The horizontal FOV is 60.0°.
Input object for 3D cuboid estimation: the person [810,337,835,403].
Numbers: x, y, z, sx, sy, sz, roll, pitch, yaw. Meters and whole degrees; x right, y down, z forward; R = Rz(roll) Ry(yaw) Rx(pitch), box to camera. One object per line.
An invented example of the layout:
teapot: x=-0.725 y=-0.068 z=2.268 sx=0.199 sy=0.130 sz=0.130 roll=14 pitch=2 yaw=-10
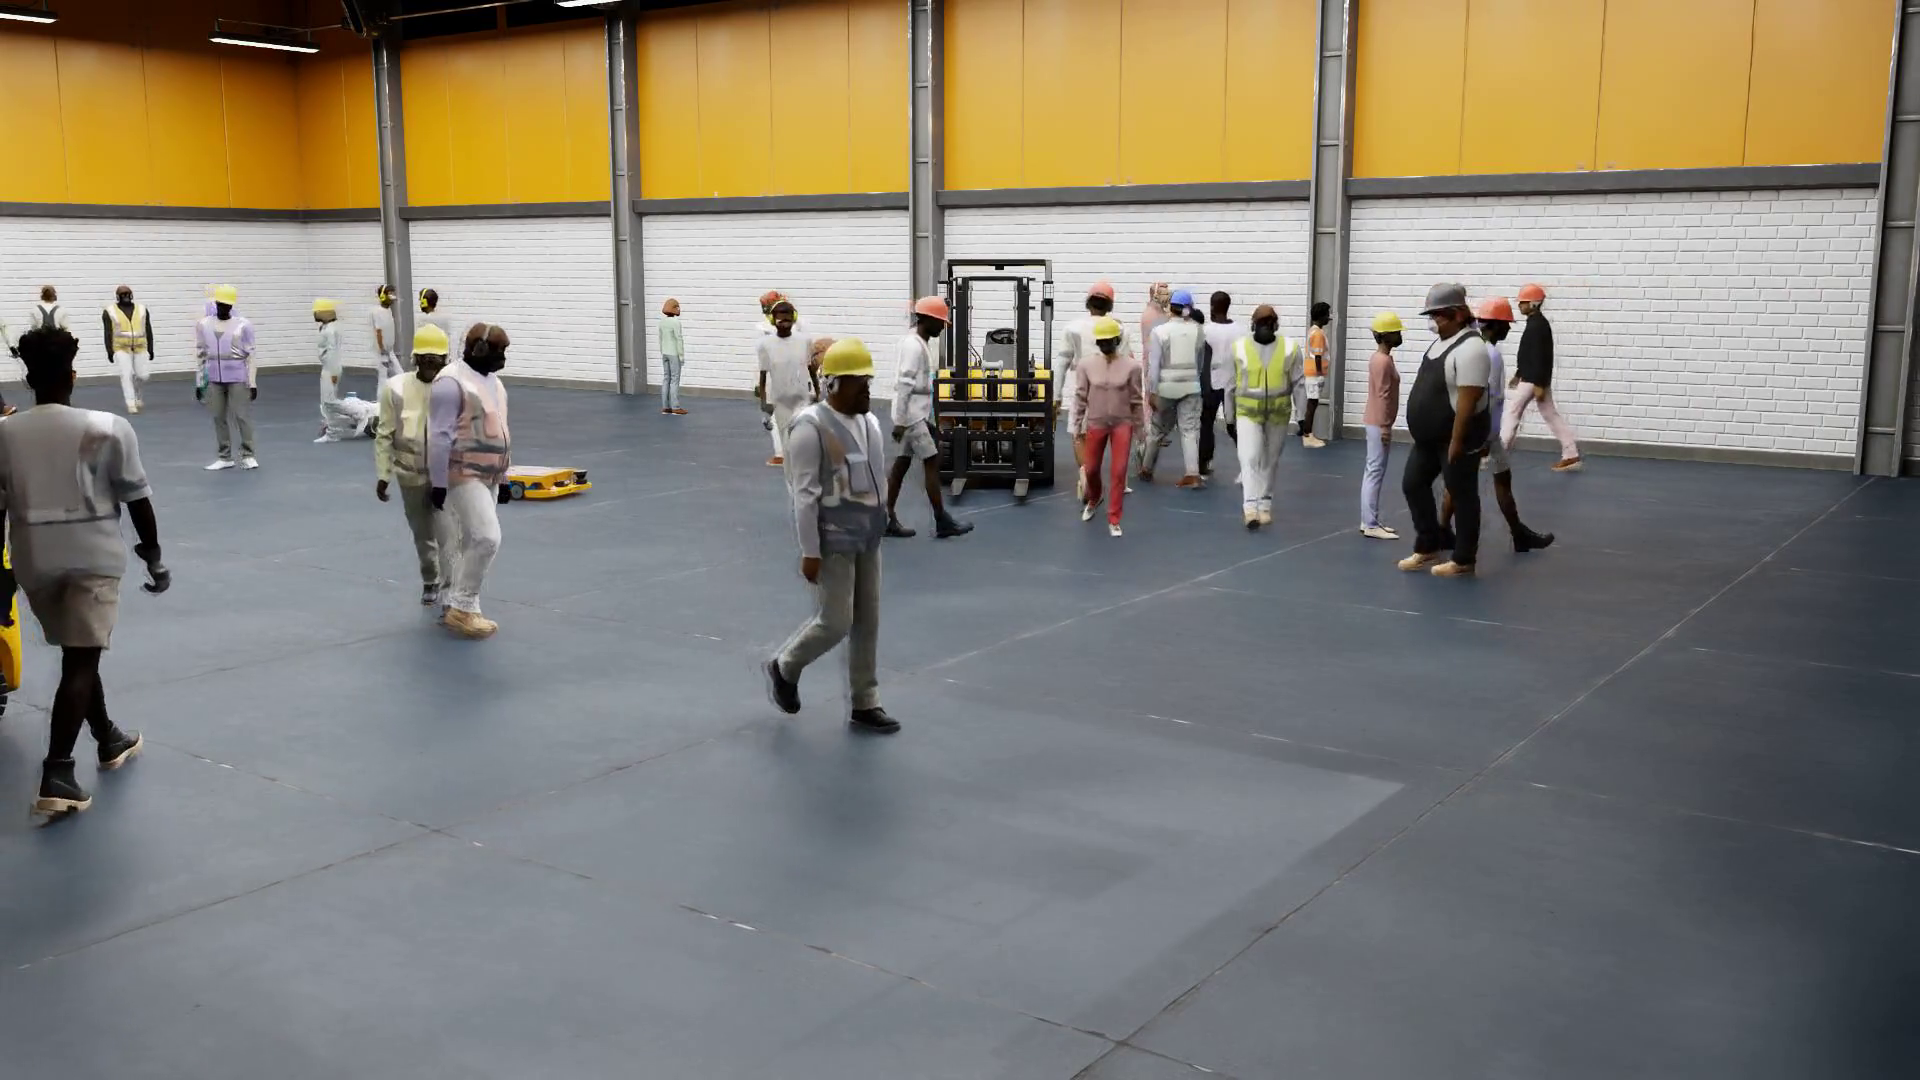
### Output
person: x=-0.845 y=-0.684 z=12.221 sx=0.531 sy=1.602 sz=0.567 roll=-2 pitch=10 yaw=-14

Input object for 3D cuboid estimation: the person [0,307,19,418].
person: x=-13.314 y=-2.639 z=22.838 sx=0.998 sy=1.940 sz=0.632 roll=3 pitch=10 yaw=20

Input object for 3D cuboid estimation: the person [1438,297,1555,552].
person: x=3.961 y=-0.845 z=12.339 sx=0.886 sy=1.886 sz=0.557 roll=0 pitch=10 yaw=-2

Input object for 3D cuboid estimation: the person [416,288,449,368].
person: x=-6.192 y=-1.985 z=19.320 sx=0.884 sy=1.821 sz=0.542 roll=5 pitch=11 yaw=27

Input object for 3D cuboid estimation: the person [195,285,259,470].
person: x=-7.578 y=-1.668 z=17.211 sx=0.648 sy=1.904 sz=0.390 roll=1 pitch=10 yaw=4

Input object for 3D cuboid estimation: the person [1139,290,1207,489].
person: x=2.050 y=-1.439 z=15.932 sx=0.603 sy=1.895 sz=0.866 roll=-2 pitch=10 yaw=-14

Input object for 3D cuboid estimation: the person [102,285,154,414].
person: x=-11.813 y=-2.710 z=23.639 sx=0.643 sy=1.823 sz=0.491 roll=-8 pitch=12 yaw=-38

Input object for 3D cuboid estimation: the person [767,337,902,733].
person: x=-0.565 y=-0.020 z=7.632 sx=0.590 sy=1.820 sz=0.607 roll=6 pitch=11 yaw=34

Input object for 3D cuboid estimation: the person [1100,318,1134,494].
person: x=1.372 y=-1.233 z=15.411 sx=0.514 sy=1.636 sz=0.315 roll=4 pitch=10 yaw=24

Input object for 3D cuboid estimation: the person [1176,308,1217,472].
person: x=2.418 y=-1.522 z=16.975 sx=0.592 sy=1.678 sz=0.368 roll=-5 pitch=11 yaw=-26

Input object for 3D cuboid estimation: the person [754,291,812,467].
person: x=-1.787 y=-1.691 z=17.541 sx=0.783 sy=1.845 sz=0.339 roll=-4 pitch=10 yaw=-22

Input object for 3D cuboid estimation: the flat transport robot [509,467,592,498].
flat transport robot: x=-4.215 y=-0.554 z=15.425 sx=1.431 sy=0.197 sz=0.652 roll=3 pitch=10 yaw=18

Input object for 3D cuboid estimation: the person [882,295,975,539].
person: x=-0.250 y=-0.946 z=12.948 sx=0.872 sy=1.887 sz=0.574 roll=0 pitch=10 yaw=1

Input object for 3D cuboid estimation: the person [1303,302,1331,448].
person: x=4.133 y=-1.912 z=19.303 sx=0.319 sy=1.693 sz=0.539 roll=2 pitch=10 yaw=12

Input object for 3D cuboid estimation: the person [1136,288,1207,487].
person: x=2.055 y=-1.481 z=16.097 sx=0.631 sy=1.908 sz=0.880 roll=-6 pitch=11 yaw=-30

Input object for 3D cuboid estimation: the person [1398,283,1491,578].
person: x=3.267 y=-0.748 z=11.316 sx=0.646 sy=2.000 sz=0.706 roll=-1 pitch=10 yaw=-6

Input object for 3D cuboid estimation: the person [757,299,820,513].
person: x=-1.444 y=-1.137 z=14.232 sx=0.563 sy=1.835 sz=0.455 roll=-1 pitch=10 yaw=-9

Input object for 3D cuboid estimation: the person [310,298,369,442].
person: x=-7.443 y=-2.019 z=19.840 sx=0.528 sy=1.730 sz=0.483 roll=-5 pitch=11 yaw=-28

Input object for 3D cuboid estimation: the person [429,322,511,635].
person: x=-2.789 y=-0.344 z=9.619 sx=0.489 sy=1.810 sz=0.662 roll=2 pitch=10 yaw=11

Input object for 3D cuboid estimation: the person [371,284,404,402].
person: x=-7.717 y=-2.511 z=22.383 sx=0.431 sy=1.846 sz=0.517 roll=2 pitch=10 yaw=10

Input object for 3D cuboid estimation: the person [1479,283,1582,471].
person: x=5.923 y=-1.661 z=17.098 sx=1.068 sy=1.943 sz=0.620 roll=5 pitch=11 yaw=27

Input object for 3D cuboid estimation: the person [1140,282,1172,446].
person: x=2.326 y=-2.058 z=19.520 sx=0.410 sy=1.909 sz=0.642 roll=2 pitch=10 yaw=13

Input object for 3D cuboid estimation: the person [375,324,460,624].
person: x=-3.235 y=-0.426 z=10.175 sx=0.599 sy=1.790 sz=0.937 roll=-2 pitch=10 yaw=-9

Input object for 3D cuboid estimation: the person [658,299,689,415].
person: x=-4.053 y=-2.583 z=23.457 sx=0.276 sy=1.632 sz=0.507 roll=-9 pitch=13 yaw=-43

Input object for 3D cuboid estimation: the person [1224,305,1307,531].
person: x=2.462 y=-0.976 z=13.380 sx=0.648 sy=1.794 sz=0.937 roll=1 pitch=10 yaw=3

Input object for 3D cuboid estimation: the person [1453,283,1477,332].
person: x=5.438 y=-1.833 z=18.173 sx=0.412 sy=1.923 sz=0.631 roll=7 pitch=12 yaw=35

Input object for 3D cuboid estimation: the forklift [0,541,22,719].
forklift: x=-5.296 y=-0.090 z=6.943 sx=1.214 sy=2.155 sz=2.313 roll=7 pitch=12 yaw=35

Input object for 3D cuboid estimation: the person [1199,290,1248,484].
person: x=2.576 y=-1.478 z=16.189 sx=0.596 sy=1.893 sz=0.969 roll=-4 pitch=10 yaw=-25

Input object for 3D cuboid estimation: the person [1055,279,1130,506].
person: x=1.163 y=-1.274 z=14.583 sx=0.641 sy=2.002 sz=0.846 roll=0 pitch=10 yaw=2

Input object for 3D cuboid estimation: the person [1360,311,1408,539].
person: x=3.326 y=-0.890 z=13.007 sx=0.365 sy=1.770 sz=0.534 roll=2 pitch=10 yaw=10

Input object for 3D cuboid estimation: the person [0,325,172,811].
person: x=-3.594 y=0.097 z=6.699 sx=0.609 sy=1.917 sz=1.040 roll=0 pitch=10 yaw=-3

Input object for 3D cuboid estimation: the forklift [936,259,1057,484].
forklift: x=0.370 y=-1.738 z=16.759 sx=1.214 sy=2.155 sz=2.313 roll=1 pitch=10 yaw=3

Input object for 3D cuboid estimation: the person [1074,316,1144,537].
person: x=1.188 y=-0.913 z=13.200 sx=0.557 sy=1.738 sz=0.640 roll=1 pitch=10 yaw=7

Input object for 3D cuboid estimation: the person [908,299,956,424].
person: x=-0.249 y=-1.880 z=19.044 sx=0.690 sy=1.740 sz=0.327 roll=-1 pitch=10 yaw=-7

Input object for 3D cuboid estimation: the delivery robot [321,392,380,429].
delivery robot: x=-7.405 y=-1.558 z=20.278 sx=0.707 sy=0.478 sz=0.477 roll=-5 pitch=11 yaw=-27

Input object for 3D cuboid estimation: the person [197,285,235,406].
person: x=-11.108 y=-2.898 z=24.819 sx=0.535 sy=1.809 sz=0.610 roll=4 pitch=10 yaw=24

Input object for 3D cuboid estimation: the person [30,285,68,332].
person: x=-13.302 y=-2.822 z=24.329 sx=0.514 sy=1.822 sz=0.827 roll=-4 pitch=10 yaw=-24
